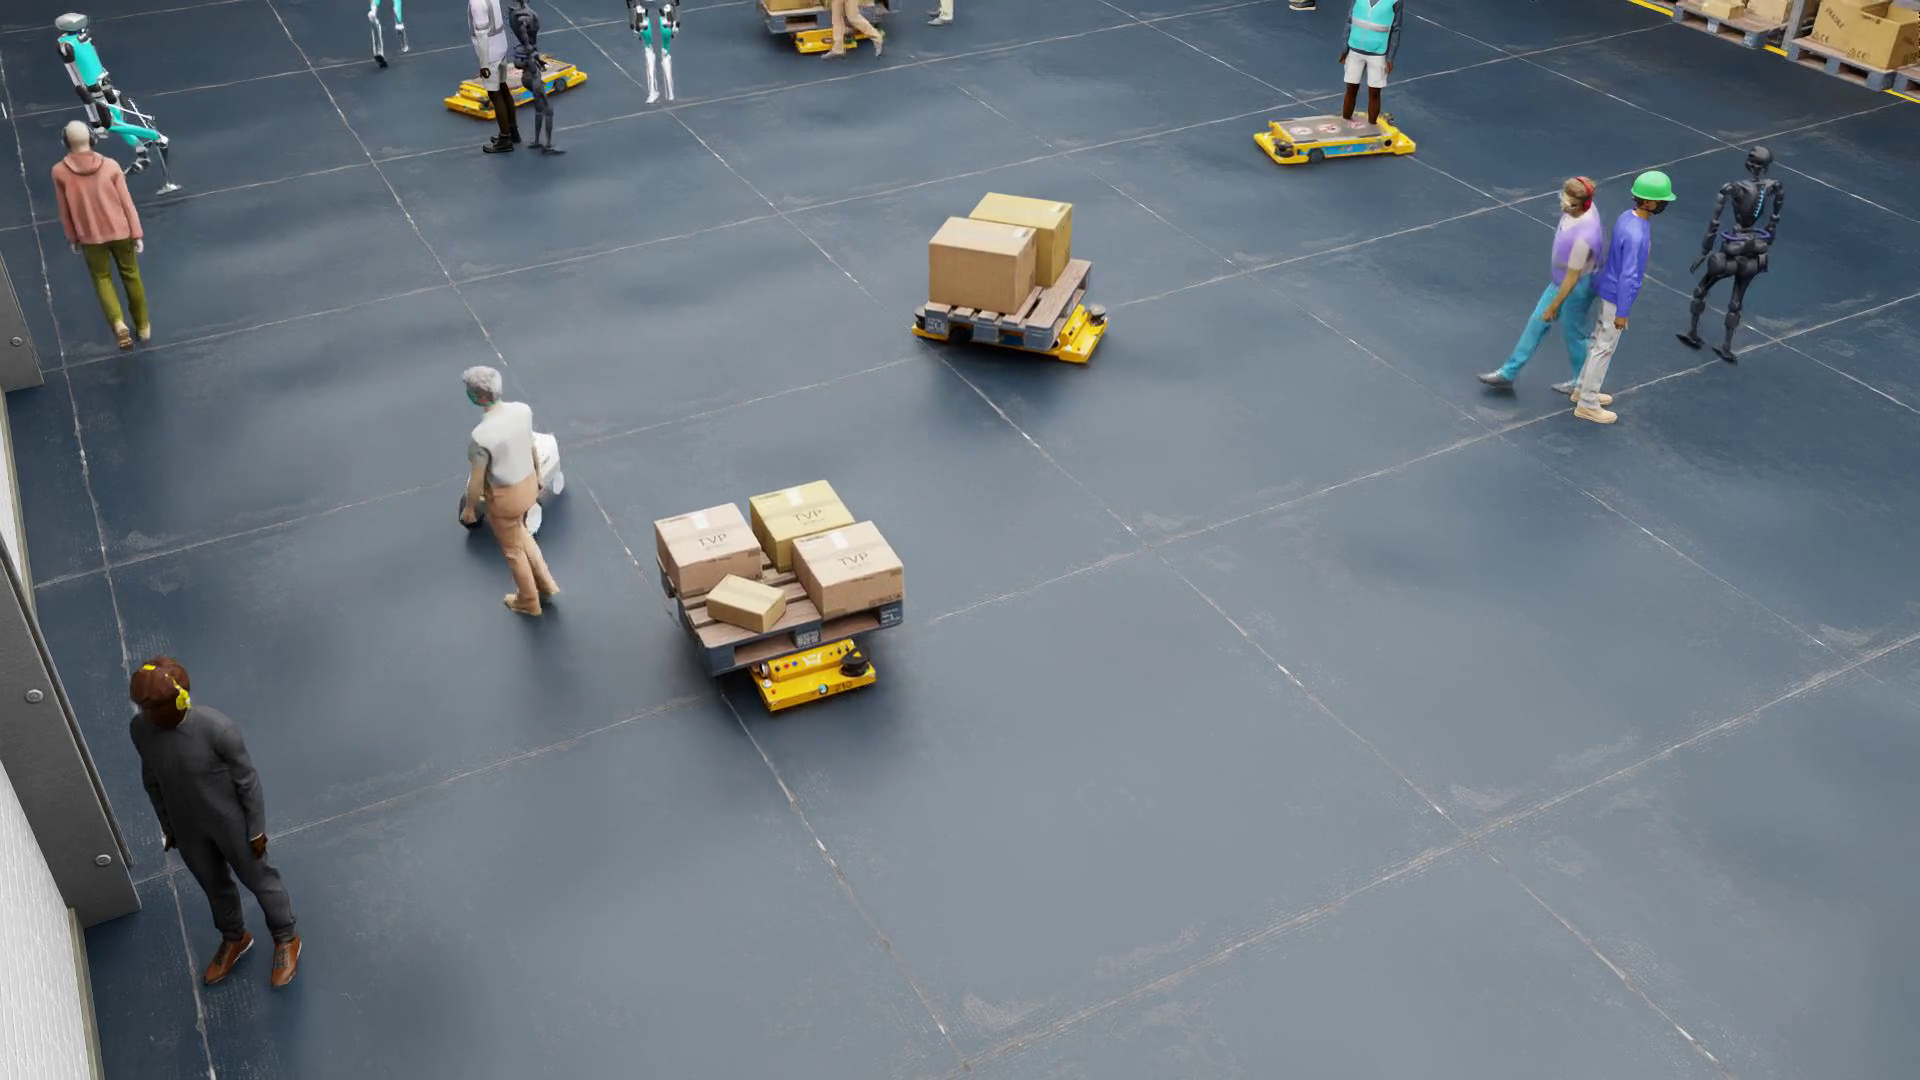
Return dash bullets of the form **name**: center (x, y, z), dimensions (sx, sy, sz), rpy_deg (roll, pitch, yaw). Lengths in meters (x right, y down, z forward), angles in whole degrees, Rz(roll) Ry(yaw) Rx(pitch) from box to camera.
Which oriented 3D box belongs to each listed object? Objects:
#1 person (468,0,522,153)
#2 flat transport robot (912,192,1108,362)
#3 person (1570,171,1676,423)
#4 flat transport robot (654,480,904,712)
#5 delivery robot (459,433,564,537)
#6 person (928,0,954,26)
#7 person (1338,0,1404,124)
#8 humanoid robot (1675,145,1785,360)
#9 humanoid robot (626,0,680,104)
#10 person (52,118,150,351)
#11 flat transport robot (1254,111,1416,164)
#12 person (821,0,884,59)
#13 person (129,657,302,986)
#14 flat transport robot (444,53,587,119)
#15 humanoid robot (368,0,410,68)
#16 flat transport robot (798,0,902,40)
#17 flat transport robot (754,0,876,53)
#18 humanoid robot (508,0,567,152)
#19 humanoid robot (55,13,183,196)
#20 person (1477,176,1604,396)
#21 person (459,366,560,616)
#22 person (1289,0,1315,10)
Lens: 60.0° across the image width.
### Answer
- **person**: center (-4.540, -4.681, 15.957), dimensions (0.381, 1.929, 0.541), rpy_deg (0, 35, 0)
- **flat transport robot**: center (0.397, -1.734, 13.191), dimensions (1.431, 0.231, 0.659), rpy_deg (11, 37, 15)
- **person**: center (4.697, -1.728, 11.789), dimensions (0.358, 1.871, 0.468), rpy_deg (8, 36, 11)
- **flat transport robot**: center (-1.079, 0.468, 10.047), dimensions (0.659, 0.231, 1.431), rpy_deg (-15, 38, -20)
- **delivery robot**: center (-2.952, -0.408, 11.043), dimensions (0.499, 0.587, 0.769), rpy_deg (9, 36, 13)
- **person**: center (-0.192, -6.891, 19.180), dimensions (0.373, 1.842, 0.569), rpy_deg (3, 35, 4)
- **person**: center (3.947, -4.729, 16.012), dimensions (0.552, 1.941, 0.416), rpy_deg (19, 39, 25)
- **humanoid robot**: center (5.888, -2.205, 12.641), dimensions (0.589, 1.643, 0.570), rpy_deg (-5, 35, -7)
- **humanoid robot**: center (-3.140, -5.334, 17.076), dimensions (0.530, 1.825, 0.675), rpy_deg (-8, 36, -11)
- **person**: center (-6.490, -2.292, 12.638), dimensions (0.539, 1.816, 0.626), rpy_deg (-17, 38, -22)
- **flat transport robot**: center (3.689, -3.954, 16.361), dimensions (1.431, 0.231, 0.659), rpy_deg (-7, 36, -10)
- **person**: center (-1.200, -6.082, 18.195), dimensions (0.585, 1.652, 0.516), rpy_deg (-21, 40, -27)
- **person**: center (-3.368, 1.274, 7.500), dimensions (0.499, 1.873, 0.337), rpy_deg (3, 35, 4)
- **flat transport robot**: center (-4.688, -4.802, 17.571), dimensions (0.659, 0.231, 1.431), rpy_deg (21, 40, 27)
- **humanoid robot**: center (-6.319, -6.030, 18.081), dimensions (0.537, 1.771, 0.987), rpy_deg (1, 35, 1)
- **flat transport robot**: center (-1.404, -6.161, 19.512), dimensions (0.659, 0.231, 1.431), rpy_deg (-11, 37, -16)
- **flat transport robot**: center (-1.679, -5.952, 19.213), dimensions (0.659, 0.231, 1.431), rpy_deg (-10, 36, -14)
- **humanoid robot**: center (-4.068, -4.563, 16.001), dimensions (0.424, 1.657, 0.593), rpy_deg (-6, 35, -8)
- **humanoid robot**: center (-7.477, -3.850, 14.977), dimensions (1.033, 1.765, 0.534), rpy_deg (-1, 35, -2)
- **person**: center (4.307, -1.815, 11.987), dimensions (0.912, 1.781, 0.651), rpy_deg (3, 35, 4)
- **person**: center (-2.685, -0.283, 9.849), dimensions (0.393, 1.730, 0.519), rpy_deg (14, 37, 19)
- **person**: center (4.170, -7.291, 19.656), dimensions (0.371, 1.959, 0.603), rpy_deg (4, 35, 6)
